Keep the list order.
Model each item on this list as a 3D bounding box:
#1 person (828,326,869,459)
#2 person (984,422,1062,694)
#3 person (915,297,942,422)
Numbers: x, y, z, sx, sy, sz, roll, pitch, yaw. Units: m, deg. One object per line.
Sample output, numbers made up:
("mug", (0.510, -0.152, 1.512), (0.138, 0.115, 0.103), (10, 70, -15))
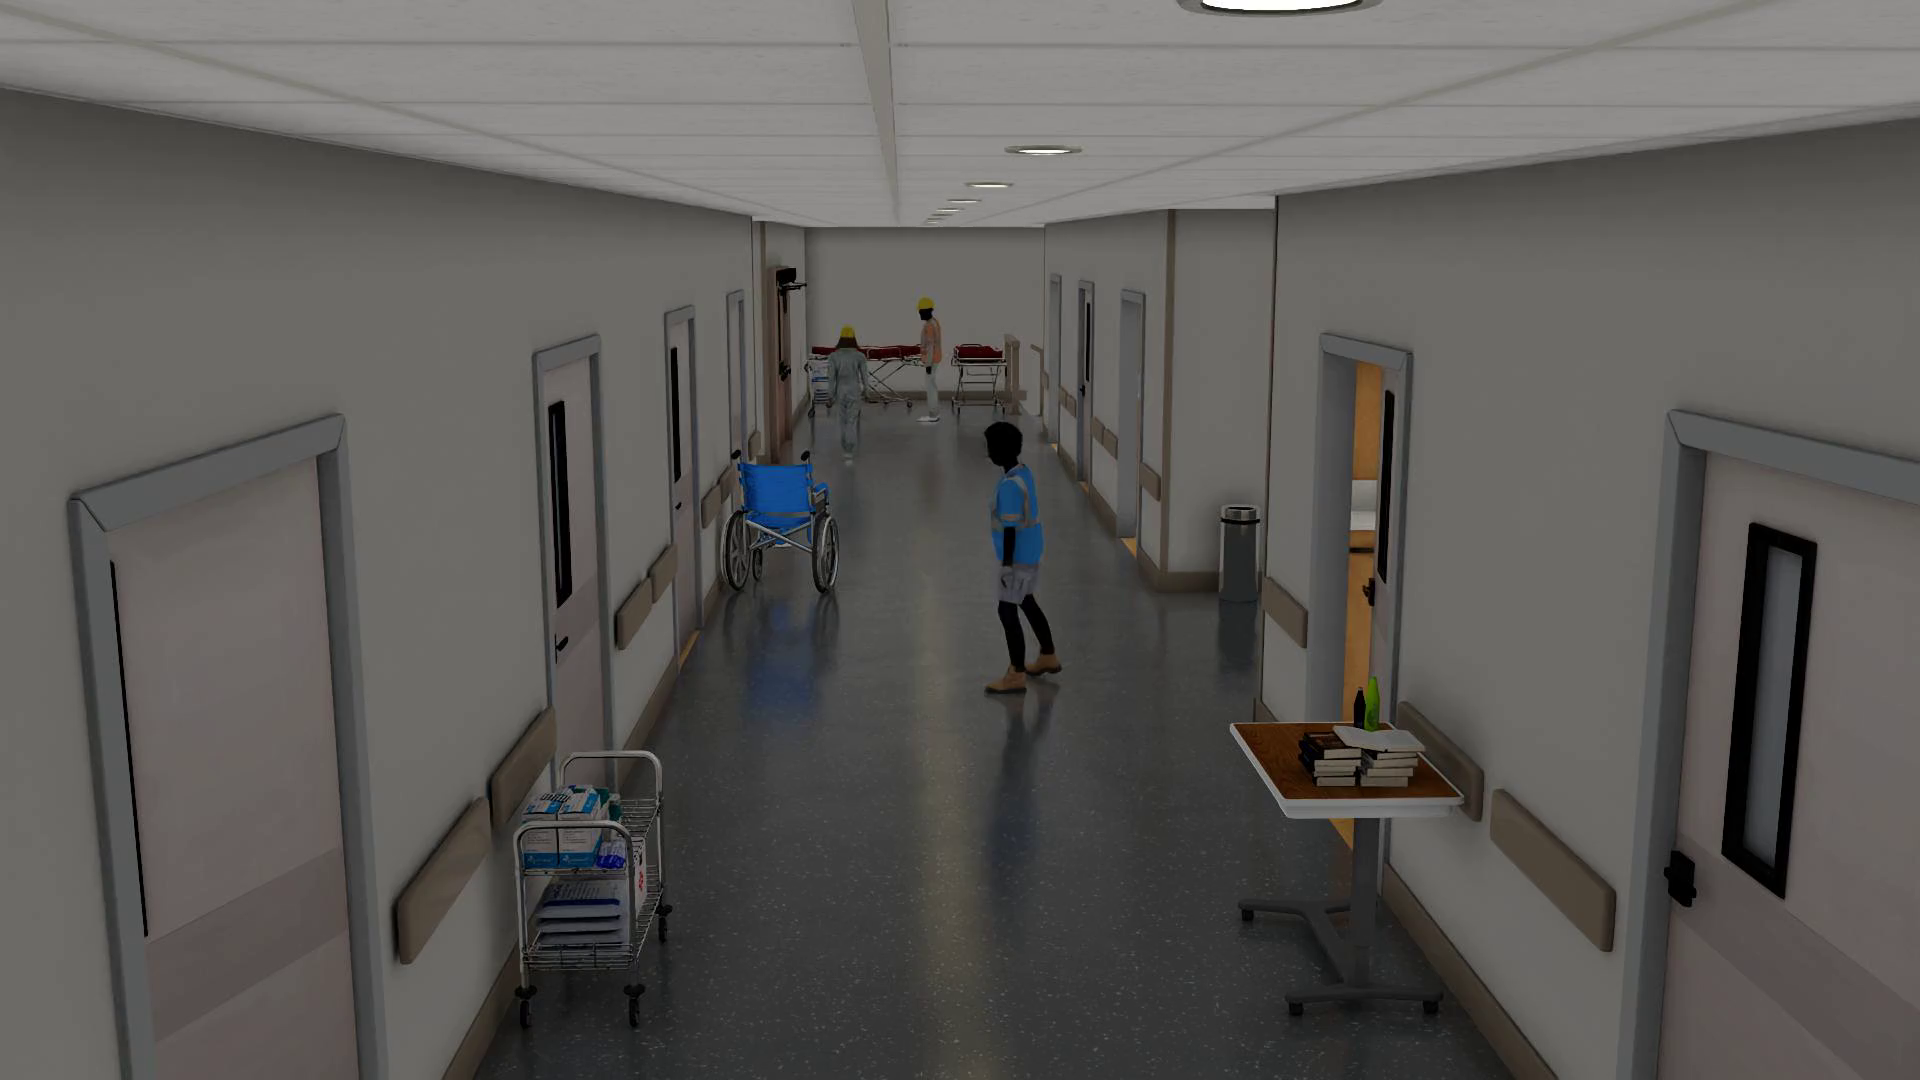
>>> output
("person", (-1.432, -1.897, 21.398), (0.502, 1.694, 0.917), (0, 10, 2))
("person", (0.392, 0.100, 10.308), (0.472, 1.676, 0.675), (2, 10, 11))
("person", (-0.483, -2.785, 25.721), (0.413, 1.918, 0.591), (1, 10, 3))
